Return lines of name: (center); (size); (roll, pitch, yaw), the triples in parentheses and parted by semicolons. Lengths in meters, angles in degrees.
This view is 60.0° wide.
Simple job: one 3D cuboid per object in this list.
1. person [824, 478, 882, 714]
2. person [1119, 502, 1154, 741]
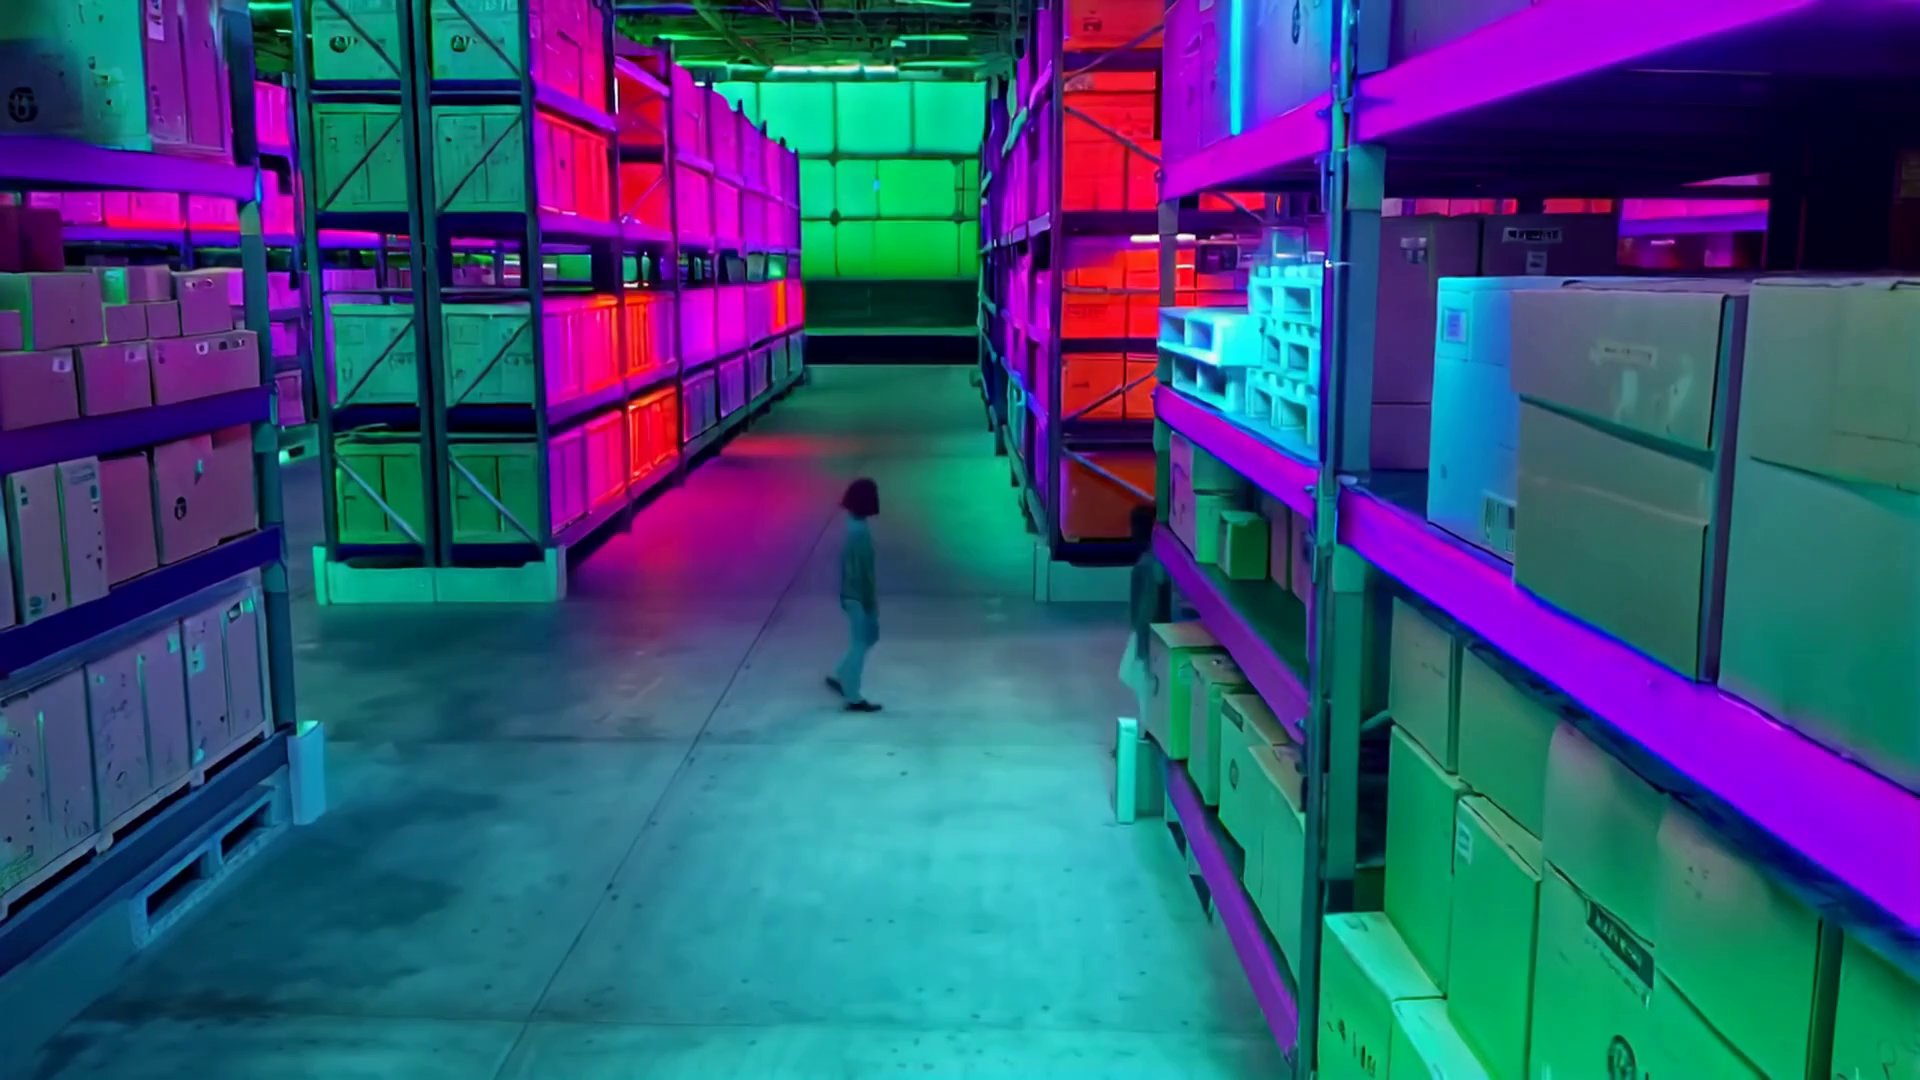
person: (-0.670, 0.388, 11.318); (0.353, 1.622, 0.510); (-3, 10, -16)
person: (1.141, 0.570, 10.181); (0.361, 1.621, 0.517); (1, 9, 3)
